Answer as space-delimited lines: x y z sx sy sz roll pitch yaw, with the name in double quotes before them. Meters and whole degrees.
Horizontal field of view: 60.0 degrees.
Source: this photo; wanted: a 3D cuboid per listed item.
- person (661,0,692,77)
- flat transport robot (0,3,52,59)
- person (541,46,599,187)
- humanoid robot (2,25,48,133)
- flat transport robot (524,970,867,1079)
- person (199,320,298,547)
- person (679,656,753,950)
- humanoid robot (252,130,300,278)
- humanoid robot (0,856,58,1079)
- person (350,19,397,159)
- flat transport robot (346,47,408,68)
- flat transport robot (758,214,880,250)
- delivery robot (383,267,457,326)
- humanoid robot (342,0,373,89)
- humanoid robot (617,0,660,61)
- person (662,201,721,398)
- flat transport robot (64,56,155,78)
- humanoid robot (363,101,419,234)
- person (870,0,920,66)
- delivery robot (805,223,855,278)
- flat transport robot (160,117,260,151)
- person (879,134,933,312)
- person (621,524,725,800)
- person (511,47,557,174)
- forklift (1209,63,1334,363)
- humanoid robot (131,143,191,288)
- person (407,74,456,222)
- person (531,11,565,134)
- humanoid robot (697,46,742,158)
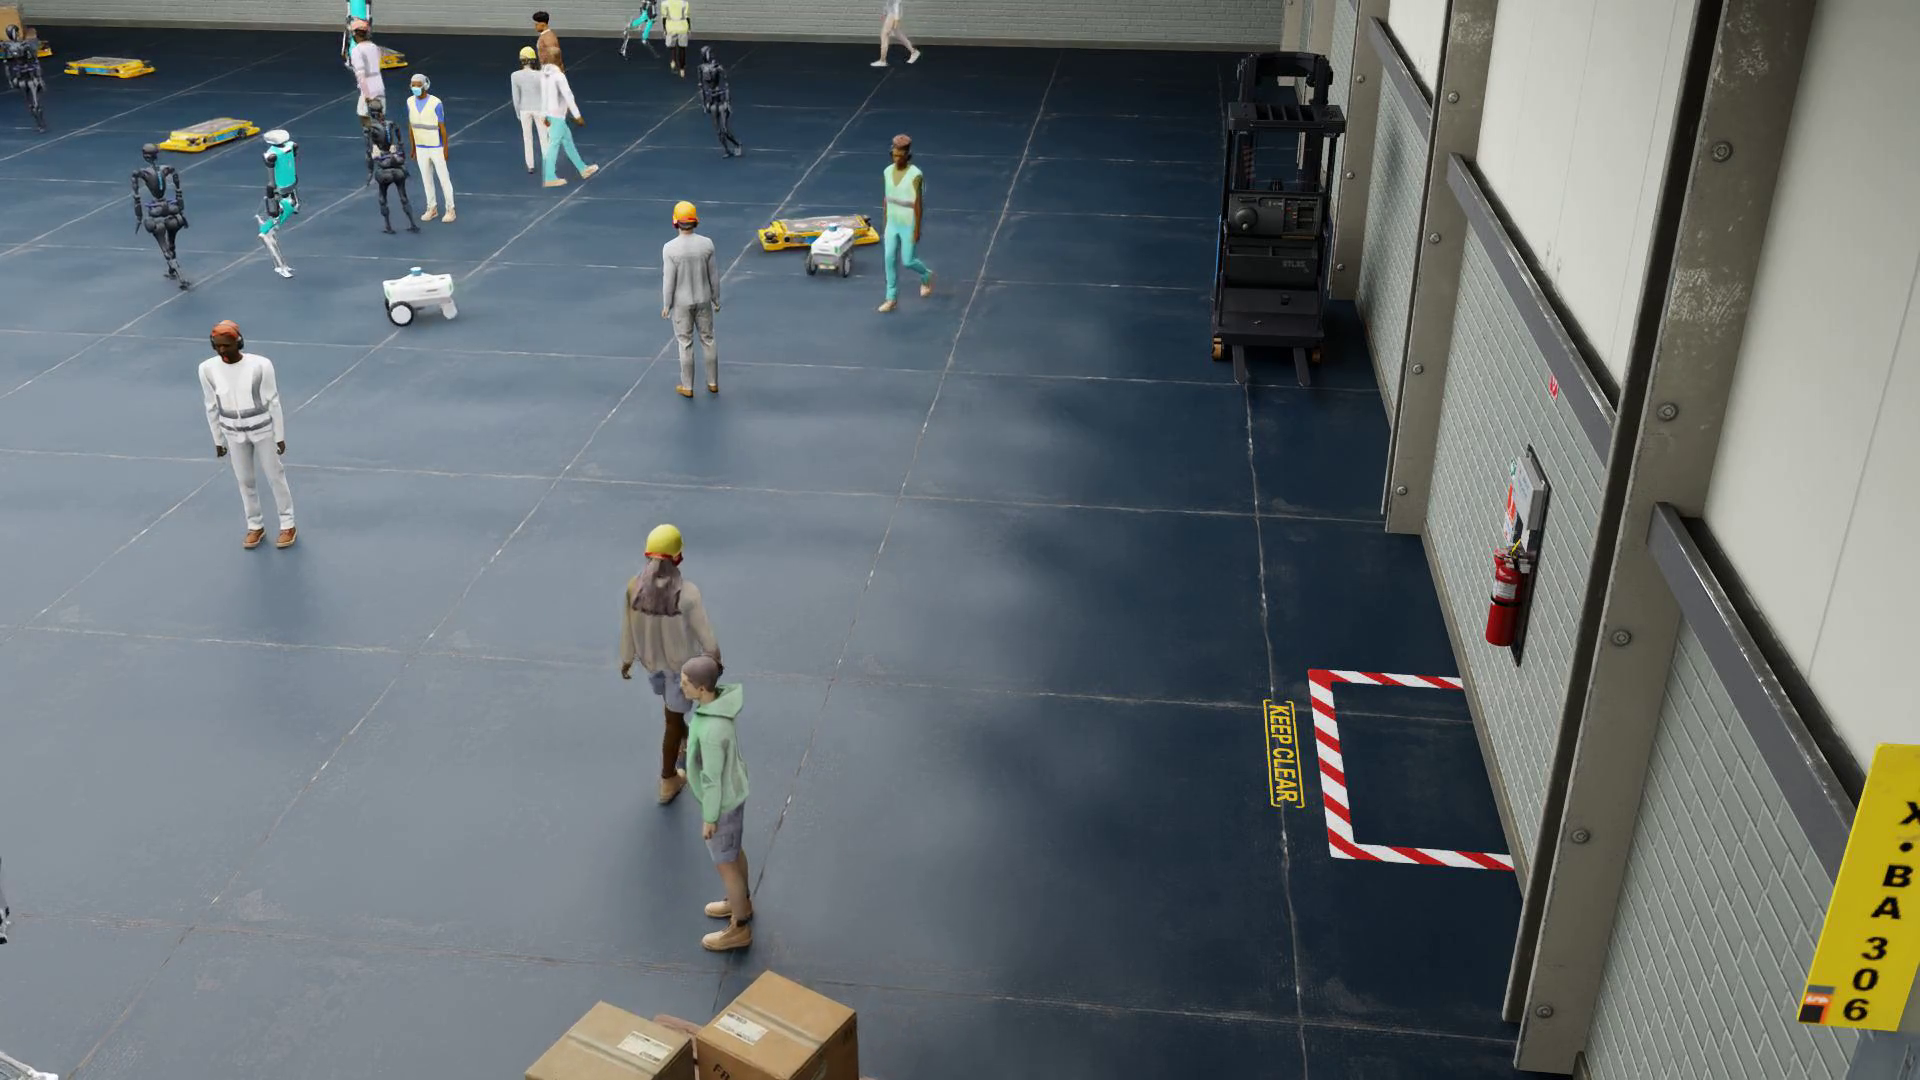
"person" -5.064 -9.132 29.793 0.532 1.686 0.429 -3 27 -7
"flat transport robot" -18.167 -9.329 31.763 1.431 0.231 0.659 -13 29 -24
"person" -5.470 -5.894 23.119 0.945 1.863 0.537 -20 33 -34
"humanoid robot" -14.567 -7.187 25.921 0.606 1.638 0.591 1 27 1
"flat transport robot" -1.069 2.830 7.490 0.659 0.231 1.431 11 29 21
"person" -5.555 -0.823 12.995 0.565 1.879 0.351 -3 27 -5
"person" -1.265 1.375 8.761 0.320 1.734 0.477 -2 27 -4
"humanoid robot" -7.965 -3.846 19.215 0.827 1.800 0.585 6 27 11
"humanoid robot" -4.927 1.866 7.838 1.034 1.784 0.531 4 27 7
"person" -8.597 -6.570 24.327 0.602 1.995 0.622 10 28 19
"flat transport robot" -10.949 -9.044 31.194 0.659 0.231 1.431 -19 32 -33
"flat transport robot" -1.771 -3.848 20.821 1.431 0.231 0.659 -6 27 -12
"delivery robot" -5.917 -2.663 18.155 0.812 0.611 0.499 -10 28 -20
"humanoid robot" -10.567 -8.735 28.973 0.544 1.805 0.776 12 29 22
"humanoid robot" -6.122 -9.884 31.288 0.994 1.782 0.544 -17 31 -30
"person" -2.569 -2.298 15.911 0.581 1.895 0.356 -13 30 -25
"flat transport robot" -15.535 -8.623 30.352 1.431 0.231 0.659 8 28 16
"humanoid robot" -7.166 -4.674 20.914 0.415 1.648 0.601 18 32 31
"person" -1.201 -9.728 30.807 0.897 1.841 0.506 -2 27 -4
"delivery robot" -1.507 -3.424 19.672 0.499 0.610 0.788 6 27 12
"flat transport robot" -11.539 -6.242 25.600 0.659 0.231 1.431 9 28 17
"person" -0.595 -3.486 18.220 0.499 1.956 0.662 16 31 30
"person" -1.717 0.668 10.162 0.585 1.730 0.834 8 28 16
"person" -6.075 -6.103 23.658 0.524 1.761 0.334 1 27 1
"forklift" 3.241 -3.477 17.183 1.129 2.768 1.873 3 27 6
"humanoid robot" -9.138 -3.710 19.047 0.782 1.644 0.589 21 34 36
"person" -6.822 -5.050 21.421 0.519 1.886 0.392 6 27 12
"person" -6.384 -7.307 25.971 0.413 1.842 0.794 -10 28 -19
"humanoid robot" -3.531 -6.434 24.421 0.612 1.628 0.464 14 30 26
